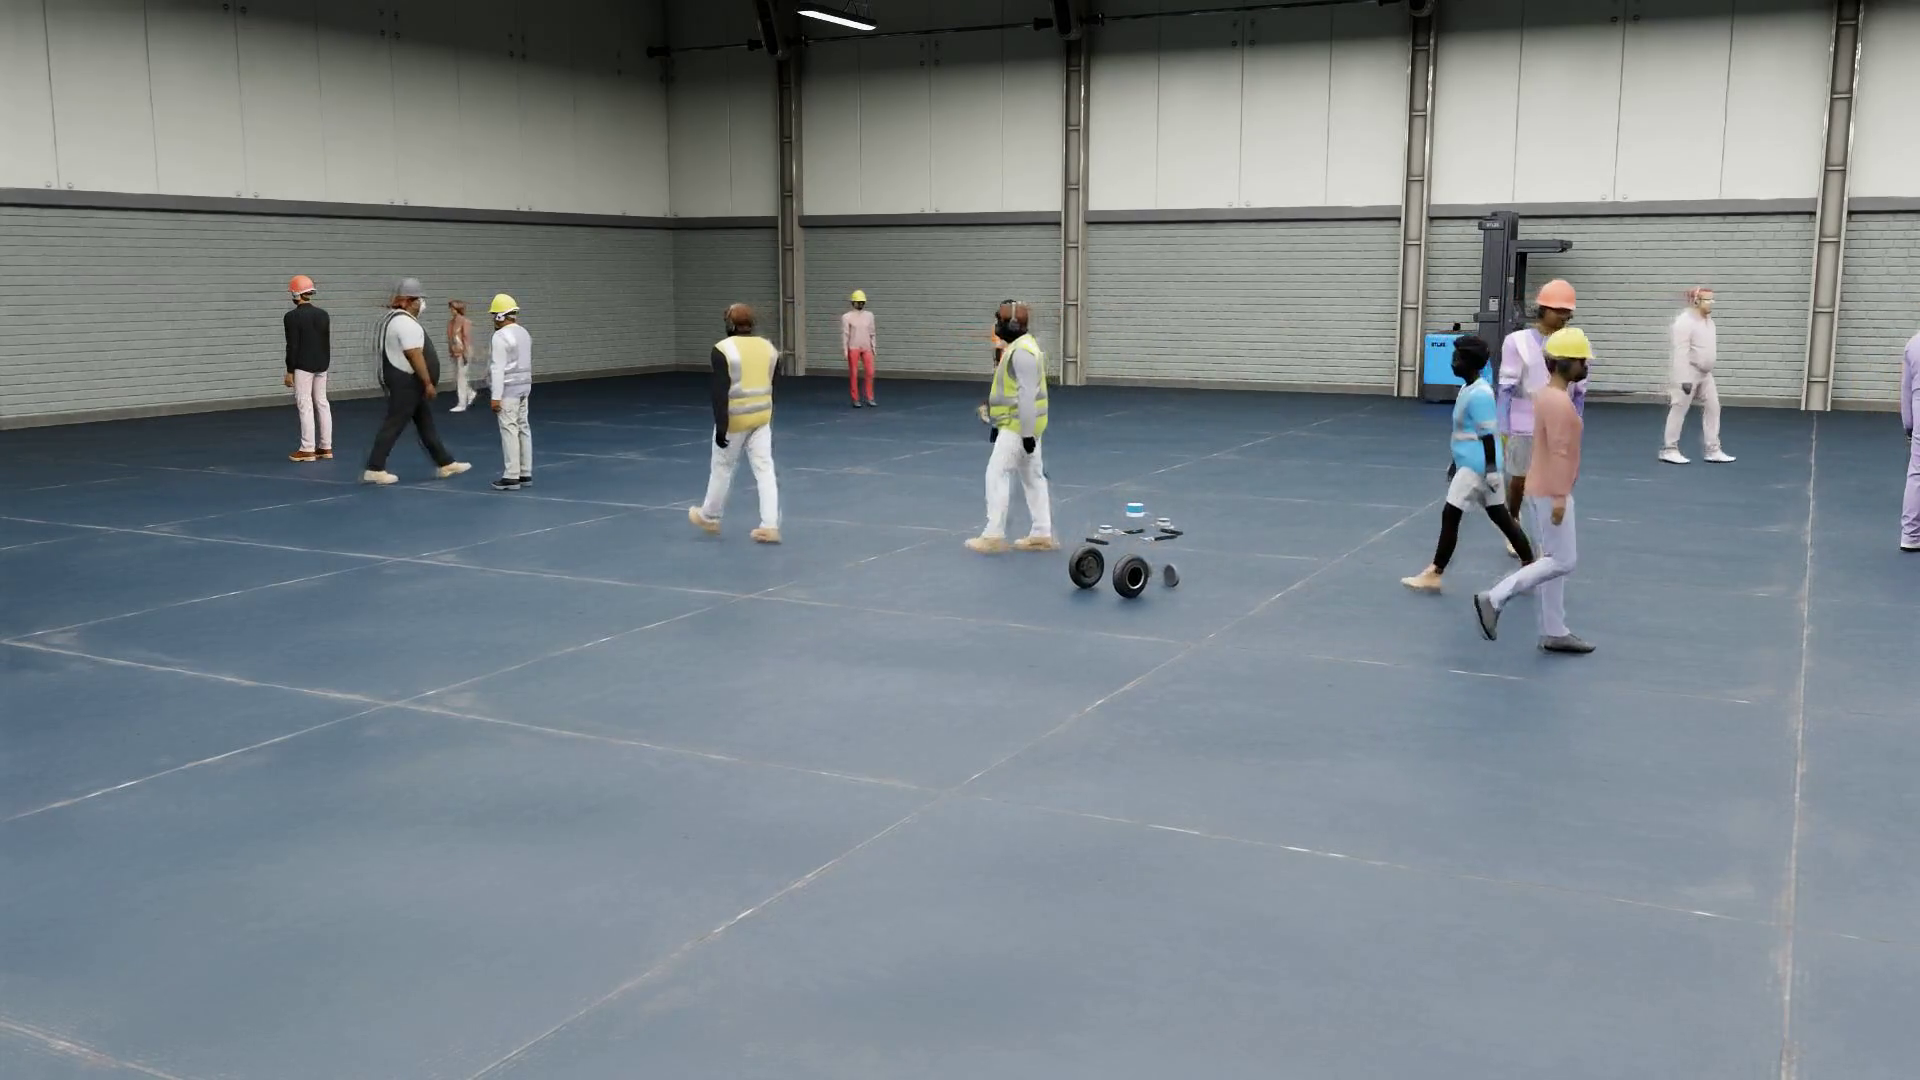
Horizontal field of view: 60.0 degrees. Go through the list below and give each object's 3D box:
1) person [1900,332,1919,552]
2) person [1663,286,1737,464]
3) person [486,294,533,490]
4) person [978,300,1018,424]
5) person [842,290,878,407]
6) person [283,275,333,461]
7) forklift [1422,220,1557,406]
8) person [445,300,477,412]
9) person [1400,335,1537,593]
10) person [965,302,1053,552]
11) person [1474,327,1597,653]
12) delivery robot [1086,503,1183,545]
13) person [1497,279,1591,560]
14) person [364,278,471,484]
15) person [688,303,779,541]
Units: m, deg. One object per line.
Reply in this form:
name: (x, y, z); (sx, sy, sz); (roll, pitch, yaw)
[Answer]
person: (7.115, -0.837, 11.995); (0.409, 1.905, 0.651); (-3, 10, -19)
person: (7.844, -1.723, 17.525); (0.679, 1.877, 0.834); (-7, 12, -37)
person: (-4.261, -1.402, 15.735); (0.403, 1.825, 0.593); (2, 9, 12)
person: (0.575, -2.251, 21.410); (0.582, 1.680, 0.540); (6, 11, 32)
person: (-1.470, -2.844, 24.835); (0.559, 1.740, 0.695); (-4, 10, -23)
person: (-7.078, -1.863, 18.042); (0.375, 1.997, 0.612); (4, 10, 21)
forklift: (8.245, -3.527, 25.720); (1.873, 2.768, 1.129); (5, 10, 27)
person: (-7.265, -2.680, 24.199); (0.533, 1.623, 0.414); (8, 12, 42)
person: (3.328, -0.478, 10.568); (0.888, 1.650, 0.520); (2, 10, 15)
person: (0.333, -0.816, 12.159); (0.780, 1.817, 0.633); (1, 9, 6)
person: (3.123, -0.261, 8.894); (0.573, 1.748, 0.539); (2, 9, 13)
delivery robot: (1.138, -0.121, 10.780); (0.698, 0.223, 0.335); (-7, 12, -37)
person: (4.021, -0.808, 11.567); (0.620, 2.006, 1.019); (2, 9, 9)
person: (-5.374, -1.570, 16.234); (1.051, 2.000, 0.687); (-4, 10, -23)
person: (-1.705, -0.904, 12.748); (0.657, 1.789, 0.960); (-9, 13, -43)
